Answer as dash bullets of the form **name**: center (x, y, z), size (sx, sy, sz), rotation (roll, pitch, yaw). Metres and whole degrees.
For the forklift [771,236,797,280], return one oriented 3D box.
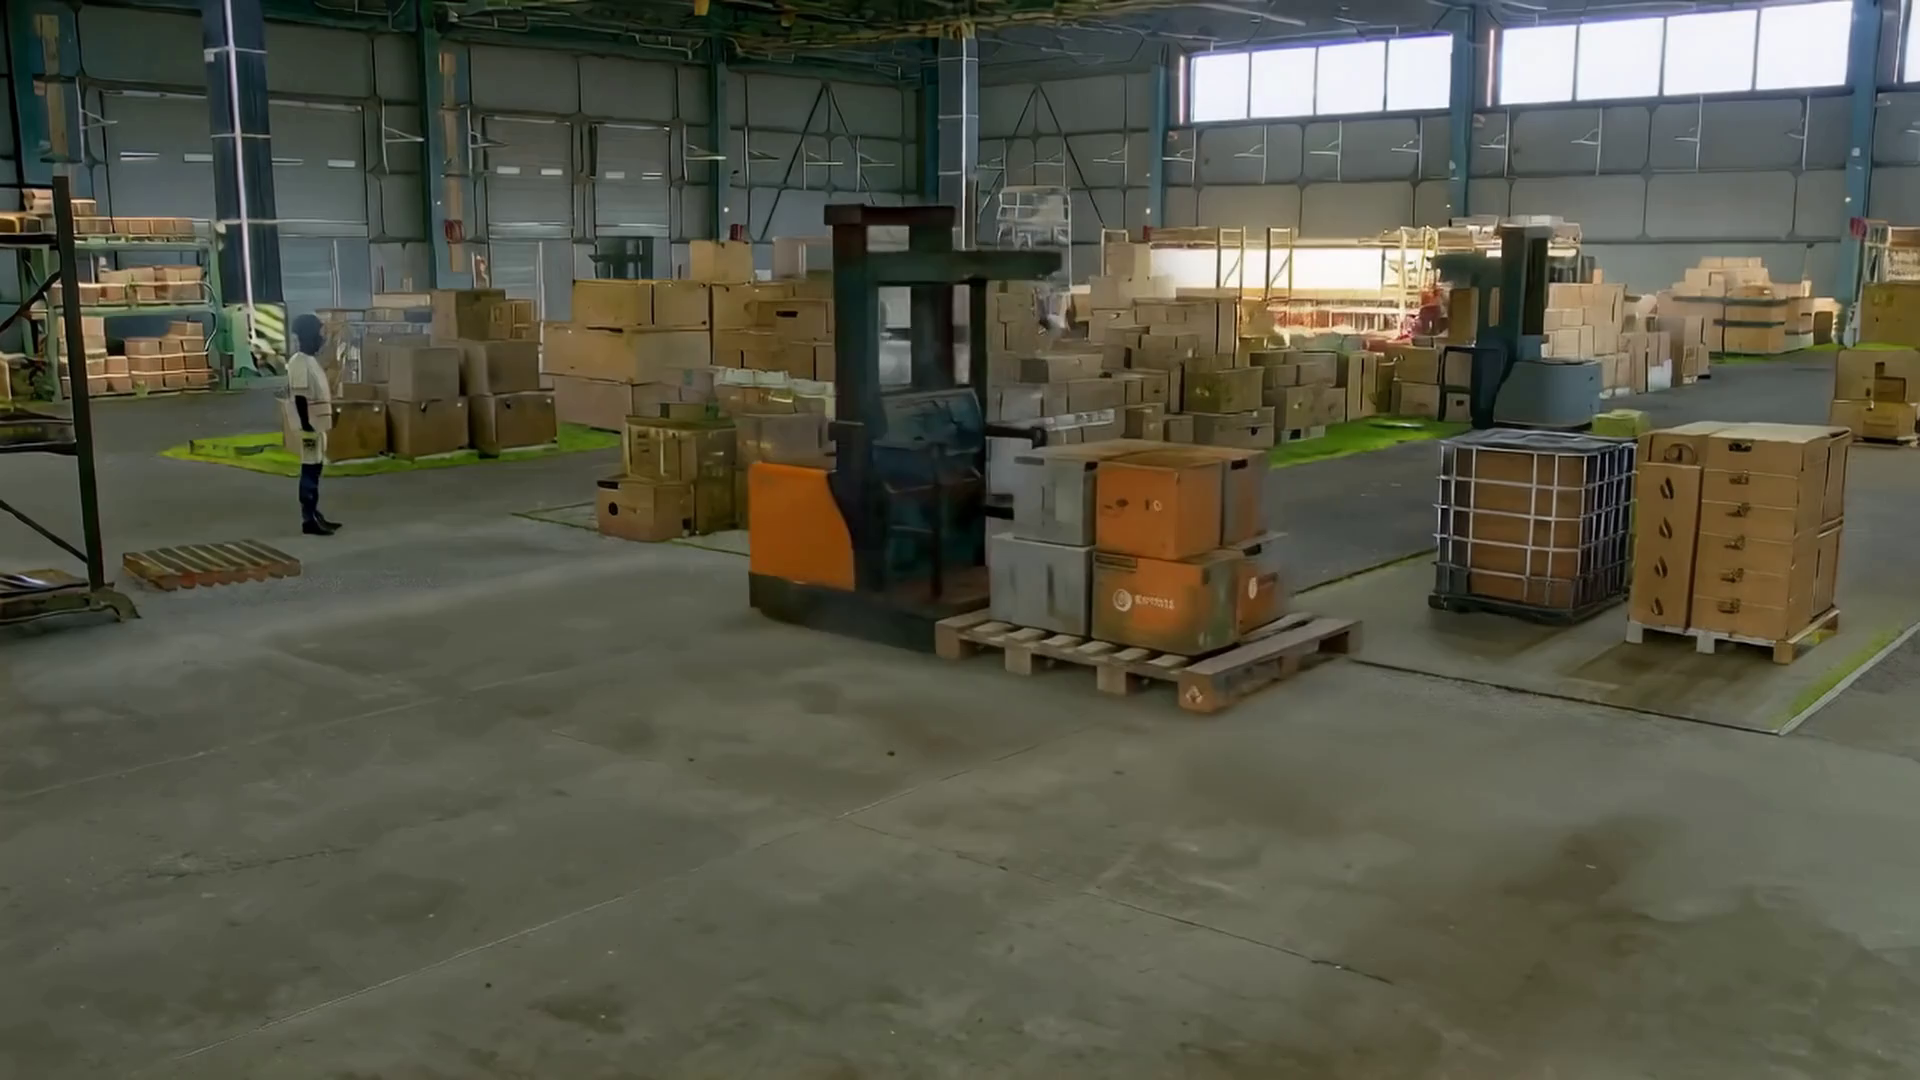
- **forklift**: center (-4.209, -5.900, 39.983), size (1.873, 2.768, 1.129), rotation (2, 10, 13)

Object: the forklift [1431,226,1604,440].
- **forklift**: center (7.339, -2.688, 21.696), size (1.873, 2.768, 1.129), rotation (8, 13, 40)

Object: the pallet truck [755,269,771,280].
- **pallet truck**: center (-4.996, -6.432, 45.525), size (1.885, 1.965, 0.823), rotation (-6, 12, -32)

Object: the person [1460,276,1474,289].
- **person**: center (11.447, -5.008, 37.643), size (0.660, 1.917, 0.449), rotation (7, 12, 36)

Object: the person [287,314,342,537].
- **person**: center (-5.740, -1.007, 14.739), size (0.368, 1.963, 0.603), rotation (-2, 10, -12)

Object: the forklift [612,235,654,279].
- **forklift**: center (-7.300, -5.450, 37.421), size (1.873, 2.768, 1.129), rotation (8, 13, 40)

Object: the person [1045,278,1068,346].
- **person**: center (2.036, -4.568, 35.118), size (0.561, 1.921, 0.413), rotation (10, 14, 44)

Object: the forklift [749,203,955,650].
- **forklift**: center (-0.460, -0.836, 11.149), size (1.873, 2.768, 1.129), rotation (8, 13, 40)
